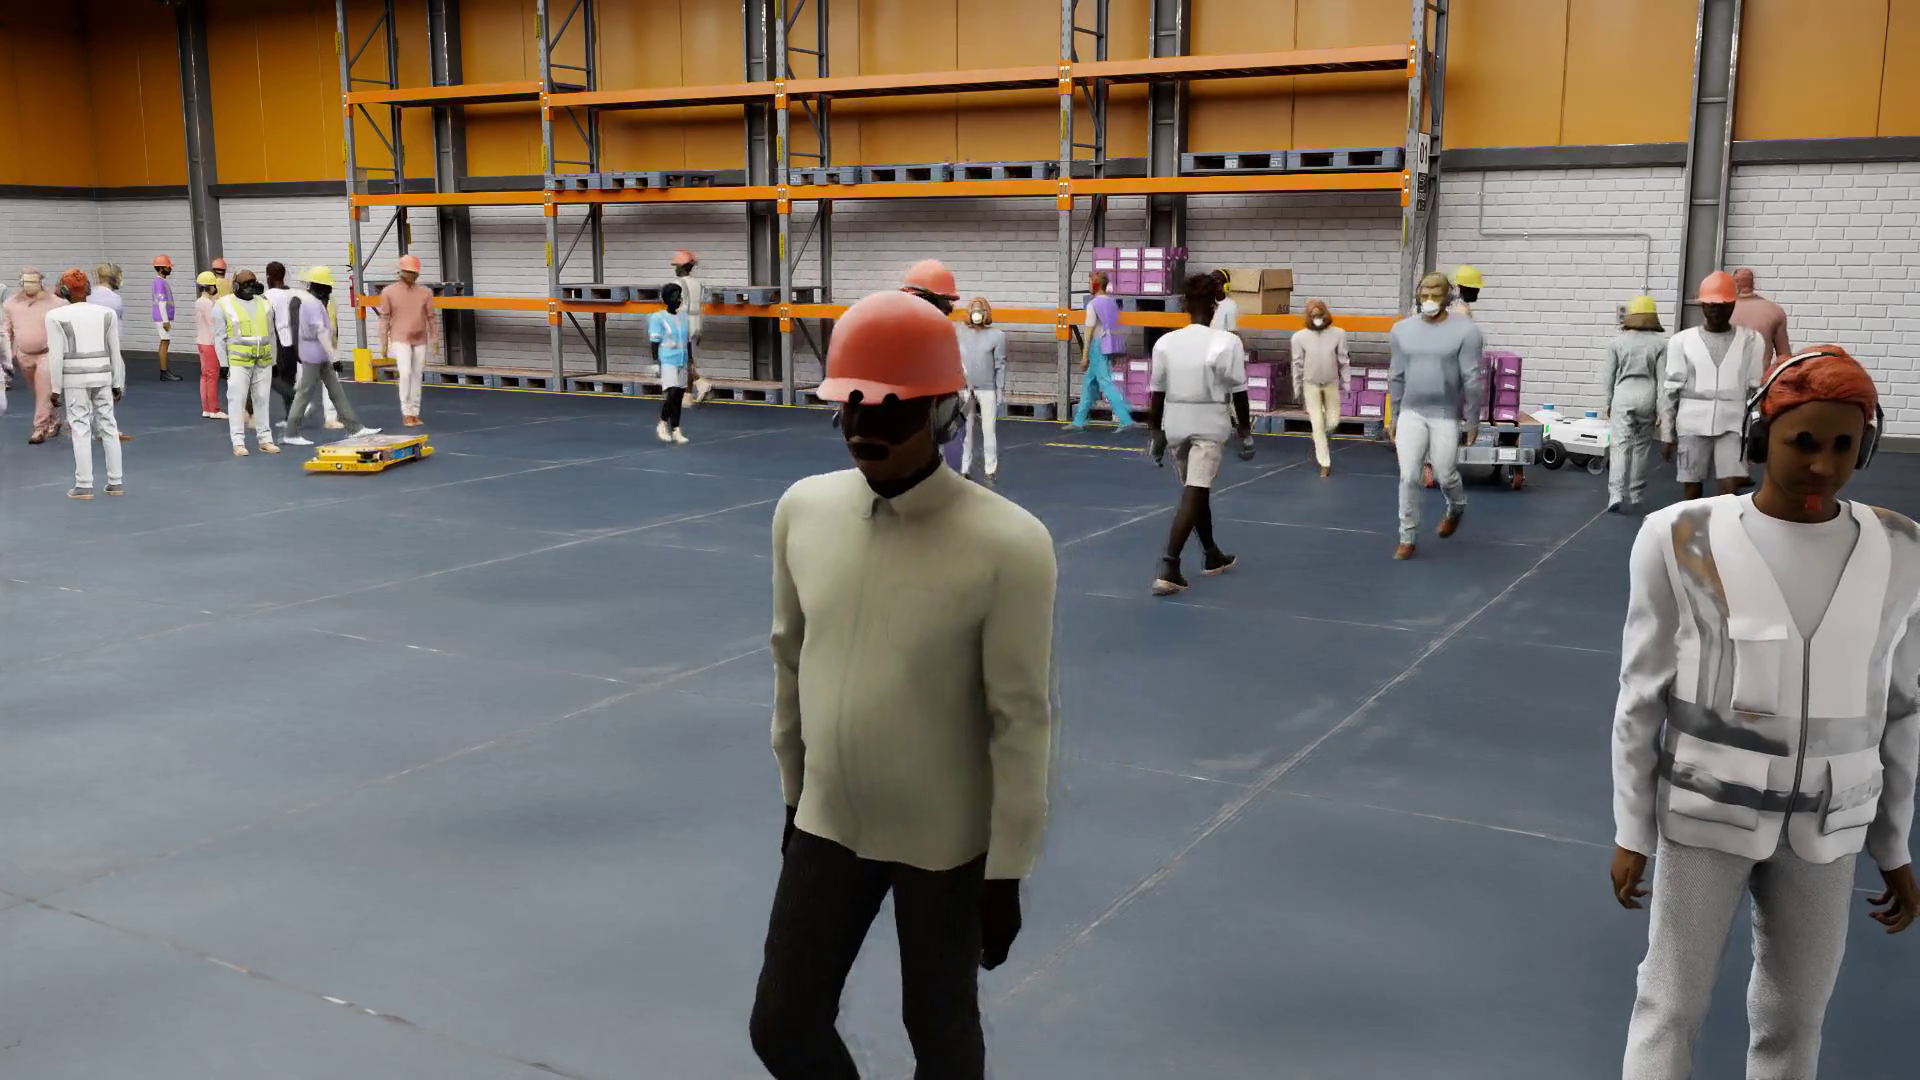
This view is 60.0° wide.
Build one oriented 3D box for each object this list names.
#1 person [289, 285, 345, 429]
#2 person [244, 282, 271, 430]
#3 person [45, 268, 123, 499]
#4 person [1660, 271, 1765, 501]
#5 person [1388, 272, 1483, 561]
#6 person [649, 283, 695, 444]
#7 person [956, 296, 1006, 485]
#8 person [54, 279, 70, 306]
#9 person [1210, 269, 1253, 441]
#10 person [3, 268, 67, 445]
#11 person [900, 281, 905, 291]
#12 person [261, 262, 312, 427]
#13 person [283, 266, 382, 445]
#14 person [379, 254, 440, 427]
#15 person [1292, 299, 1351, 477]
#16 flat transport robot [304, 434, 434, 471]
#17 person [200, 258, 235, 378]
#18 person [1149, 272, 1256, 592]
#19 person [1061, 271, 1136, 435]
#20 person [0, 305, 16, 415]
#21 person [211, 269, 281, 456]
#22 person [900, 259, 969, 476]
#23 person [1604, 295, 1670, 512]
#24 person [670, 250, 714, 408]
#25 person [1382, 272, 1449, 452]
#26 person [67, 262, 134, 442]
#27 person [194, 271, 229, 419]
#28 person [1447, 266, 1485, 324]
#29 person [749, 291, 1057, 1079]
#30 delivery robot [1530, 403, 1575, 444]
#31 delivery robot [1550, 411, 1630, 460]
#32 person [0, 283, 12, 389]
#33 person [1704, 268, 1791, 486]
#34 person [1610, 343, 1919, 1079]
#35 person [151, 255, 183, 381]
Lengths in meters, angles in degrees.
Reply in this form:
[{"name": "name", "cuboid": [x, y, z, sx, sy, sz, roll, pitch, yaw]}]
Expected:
[{"name": "person", "cuboid": [-7.385, -2.171, 18.983, 0.836, 1.801, 0.641, 7, 12, 36]}, {"name": "person", "cuboid": [-8.000, -2.090, 18.850, 0.542, 1.677, 0.547, 1, 10, 6]}, {"name": "person", "cuboid": [-7.180, -1.277, 13.665, 0.356, 1.886, 0.573, 8, 13, 37]}, {"name": "person", "cuboid": [4.538, -0.653, 10.059, 0.570, 1.911, 0.683, 4, 11, 20]}, {"name": "person", "cuboid": [3.203, -0.839, 11.154, 0.634, 1.912, 0.821, 7, 12, 33]}, {"name": "person", "cuboid": [-2.980, -1.829, 17.330, 0.367, 1.684, 0.552, 7, 12, 34]}, {"name": "person", "cuboid": [0.152, -1.289, 14.436, 0.500, 1.636, 0.285, 2, 10, 12]}, {"name": "person", "cuboid": [-12.865, -2.968, 23.992, 0.512, 1.614, 0.627, -7, 12, -33]}, {"name": "person", "cuboid": [2.699, -1.836, 16.947, 0.584, 1.844, 0.561, -2, 10, -12]}, {"name": "person", "cuboid": [-9.806, -1.971, 17.722, 0.625, 1.849, 1.034, -1, 10, -6]}, {"name": "person", "cuboid": [-0.408, -1.446, 14.824, 0.470, 1.814, 0.587, -9, 13, -41]}, {"name": "person", "cuboid": [-7.641, -2.200, 18.861, 0.489, 1.898, 0.615, 3, 10, 17]}, {"name": "person", "cuboid": [-6.647, -1.915, 17.366, 1.011, 1.865, 0.591, -2, 10, -14]}, {"name": "person", "cuboid": [-6.259, -2.268, 19.040, 0.642, 1.964, 0.681, -8, 12, -37]}, {"name": "person", "cuboid": [3.271, -1.392, 15.125, 0.541, 1.606, 0.546, 1, 10, 5]}, {"name": "flat transport robot", "cuboid": [-5.569, -0.835, 15.731, 0.652, 0.197, 1.431, 1, 10, 4]}, {"name": "person", "cuboid": [-11.460, -3.427, 25.850, 0.550, 1.903, 0.990, -10, 14, -43]}, {"name": "person", "cuboid": [1.443, -0.662, 10.125, 0.606, 1.914, 1.025, 9, 14, 42]}, {"name": "person", "cuboid": [1.559, -2.062, 18.359, 0.945, 1.805, 0.580, 6, 11, 29]}, {"name": "person", "cuboid": [-9.423, -1.659, 15.859, 0.582, 1.881, 0.696, 3, 10, 16]}, {"name": "person", "cuboid": [-7.063, -1.760, 16.532, 0.429, 1.843, 0.627, 8, 13, 39]}, {"name": "person", "cuboid": [-0.237, -0.341, 8.041, 0.610, 2.015, 0.879, 9, 13, 41]}, {"name": "person", "cuboid": [5.304, -1.071, 13.084, 0.499, 1.696, 0.917, 5, 11, 28]}, {"name": "person", "cuboid": [-3.436, -2.666, 21.135, 0.582, 2.023, 0.624, 4, 11, 23]}, {"name": "person", "cuboid": [4.602, -1.737, 16.466, 0.805, 1.822, 0.519, -5, 11, -25]}, {"name": "person", "cuboid": [-8.993, -1.932, 17.330, 0.642, 1.913, 0.668, 8, 13, 39]}, {"name": "person", "cuboid": [-8.992, -2.332, 19.979, 0.308, 1.769, 0.524, -9, 13, -40]}, {"name": "person", "cuboid": [4.952, -1.733, 16.304, 0.977, 1.868, 0.614, 3, 10, 16]}, {"name": "person", "cuboid": [-0.131, 0.540, 3.079, 0.629, 1.979, 0.496, 5, 11, 28]}, {"name": "delivery robot", "cuboid": [5.647, -1.070, 15.993, 0.477, 0.478, 0.707, -1, 10, -4]}, {"name": "delivery robot", "cuboid": [5.788, -0.943, 15.277, 0.477, 0.478, 0.707, -6, 12, -30]}, {"name": "person", "cuboid": [-13.925, -3.077, 23.951, 0.569, 1.843, 0.403, -8, 13, -37]}, {"name": "person", "cuboid": [6.805, -1.401, 14.392, 0.757, 1.883, 0.579, 4, 11, 21]}, {"name": "person", "cuboid": [1.553, 0.567, 3.223, 0.572, 1.887, 0.354, 1, 10, 6]}, {"name": "person", "cuboid": [-12.222, -3.410, 25.590, 0.363, 1.939, 0.542, -5, 11, -26]}]
